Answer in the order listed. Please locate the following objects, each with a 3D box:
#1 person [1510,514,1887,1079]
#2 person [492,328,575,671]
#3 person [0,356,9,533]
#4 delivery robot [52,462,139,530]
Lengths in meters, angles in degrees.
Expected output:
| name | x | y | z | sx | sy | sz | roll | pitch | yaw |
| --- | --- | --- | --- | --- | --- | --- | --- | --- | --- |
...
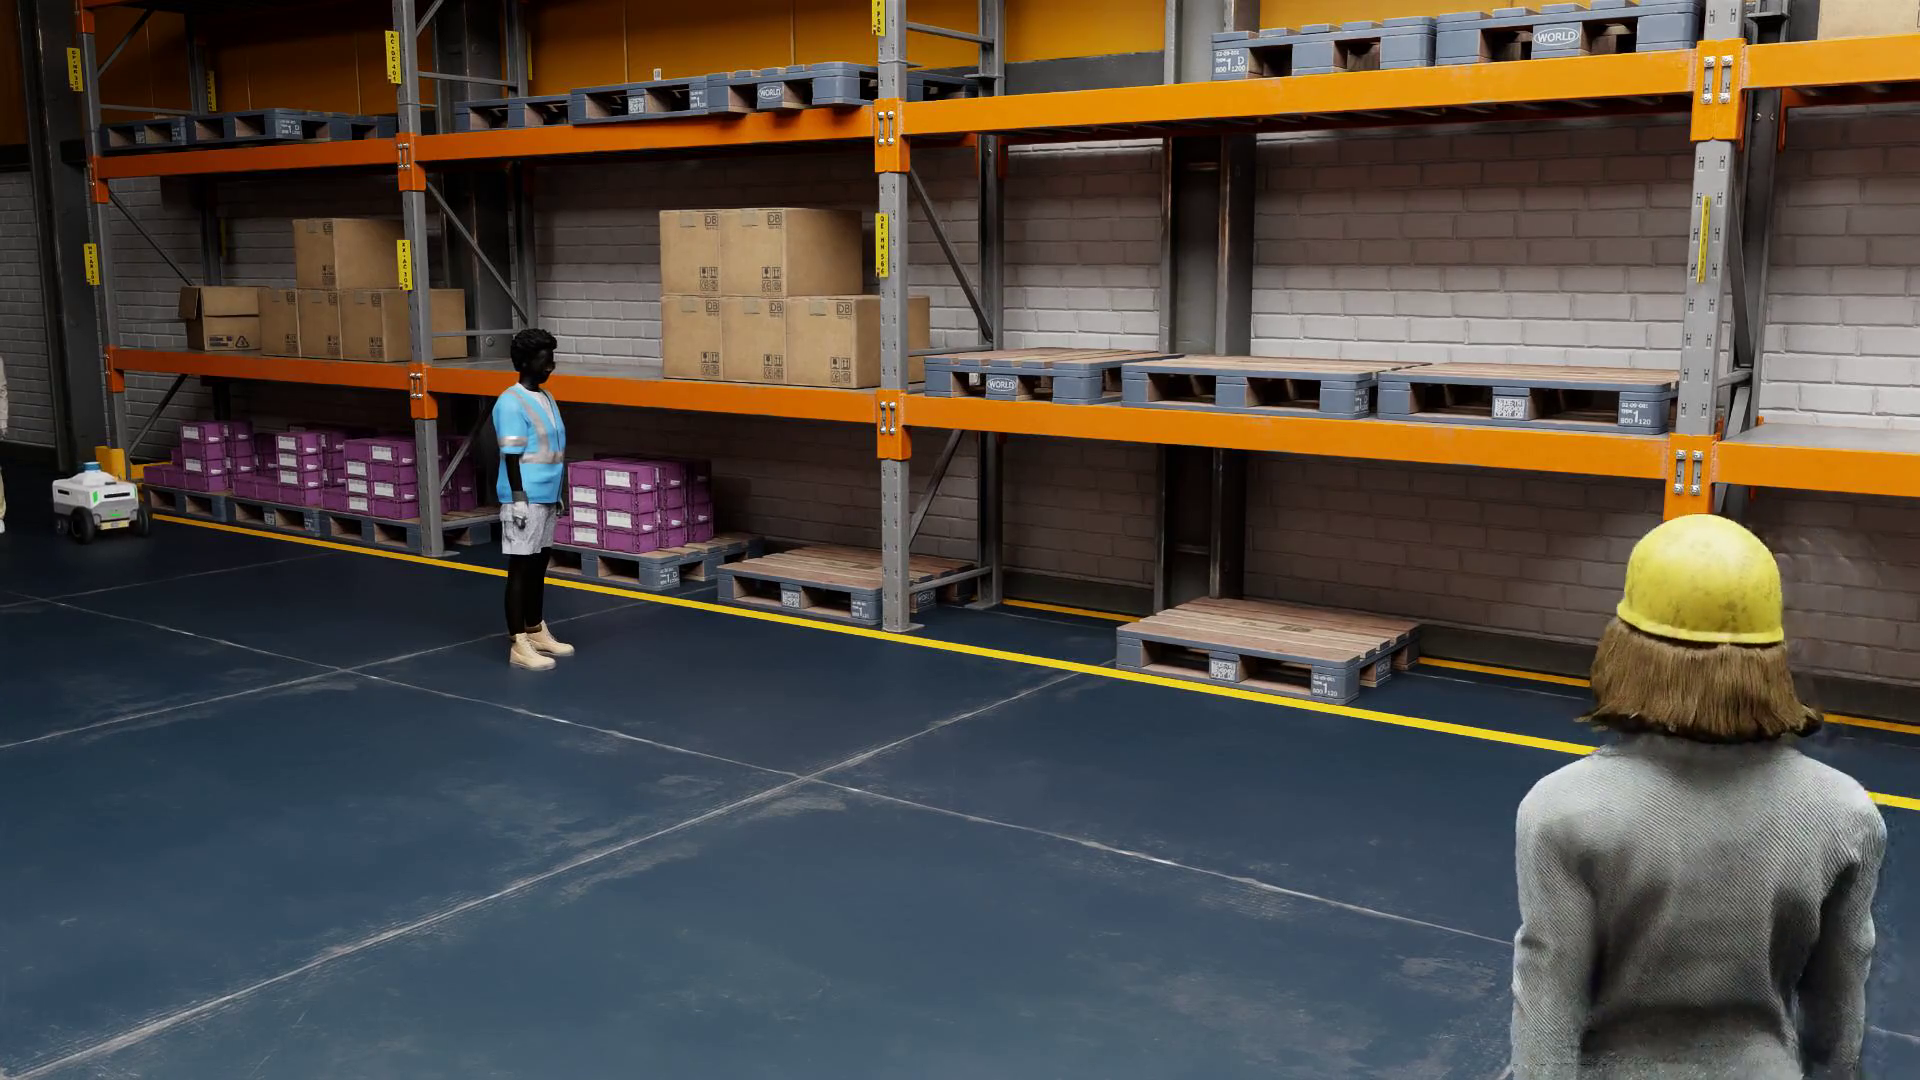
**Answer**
| name | x | y | z | sx | sy | sz | roll | pitch | yaw |
| --- | --- | --- | --- | --- | --- | --- | --- | --- | --- |
| person | 0.975 | 0.811 | 2.240 | 0.493 | 1.698 | 0.918 | 1 | 10 | 5 |
| person | -2.132 | -0.208 | 8.314 | 0.320 | 1.692 | 0.531 | 1 | 10 | 7 |
| person | -7.310 | -0.849 | 12.306 | 0.500 | 1.633 | 0.286 | -2 | 10 | -13 |
| delivery robot | -6.306 | -0.326 | 12.121 | 0.707 | 0.478 | 0.477 | 7 | 12 | 38 |
